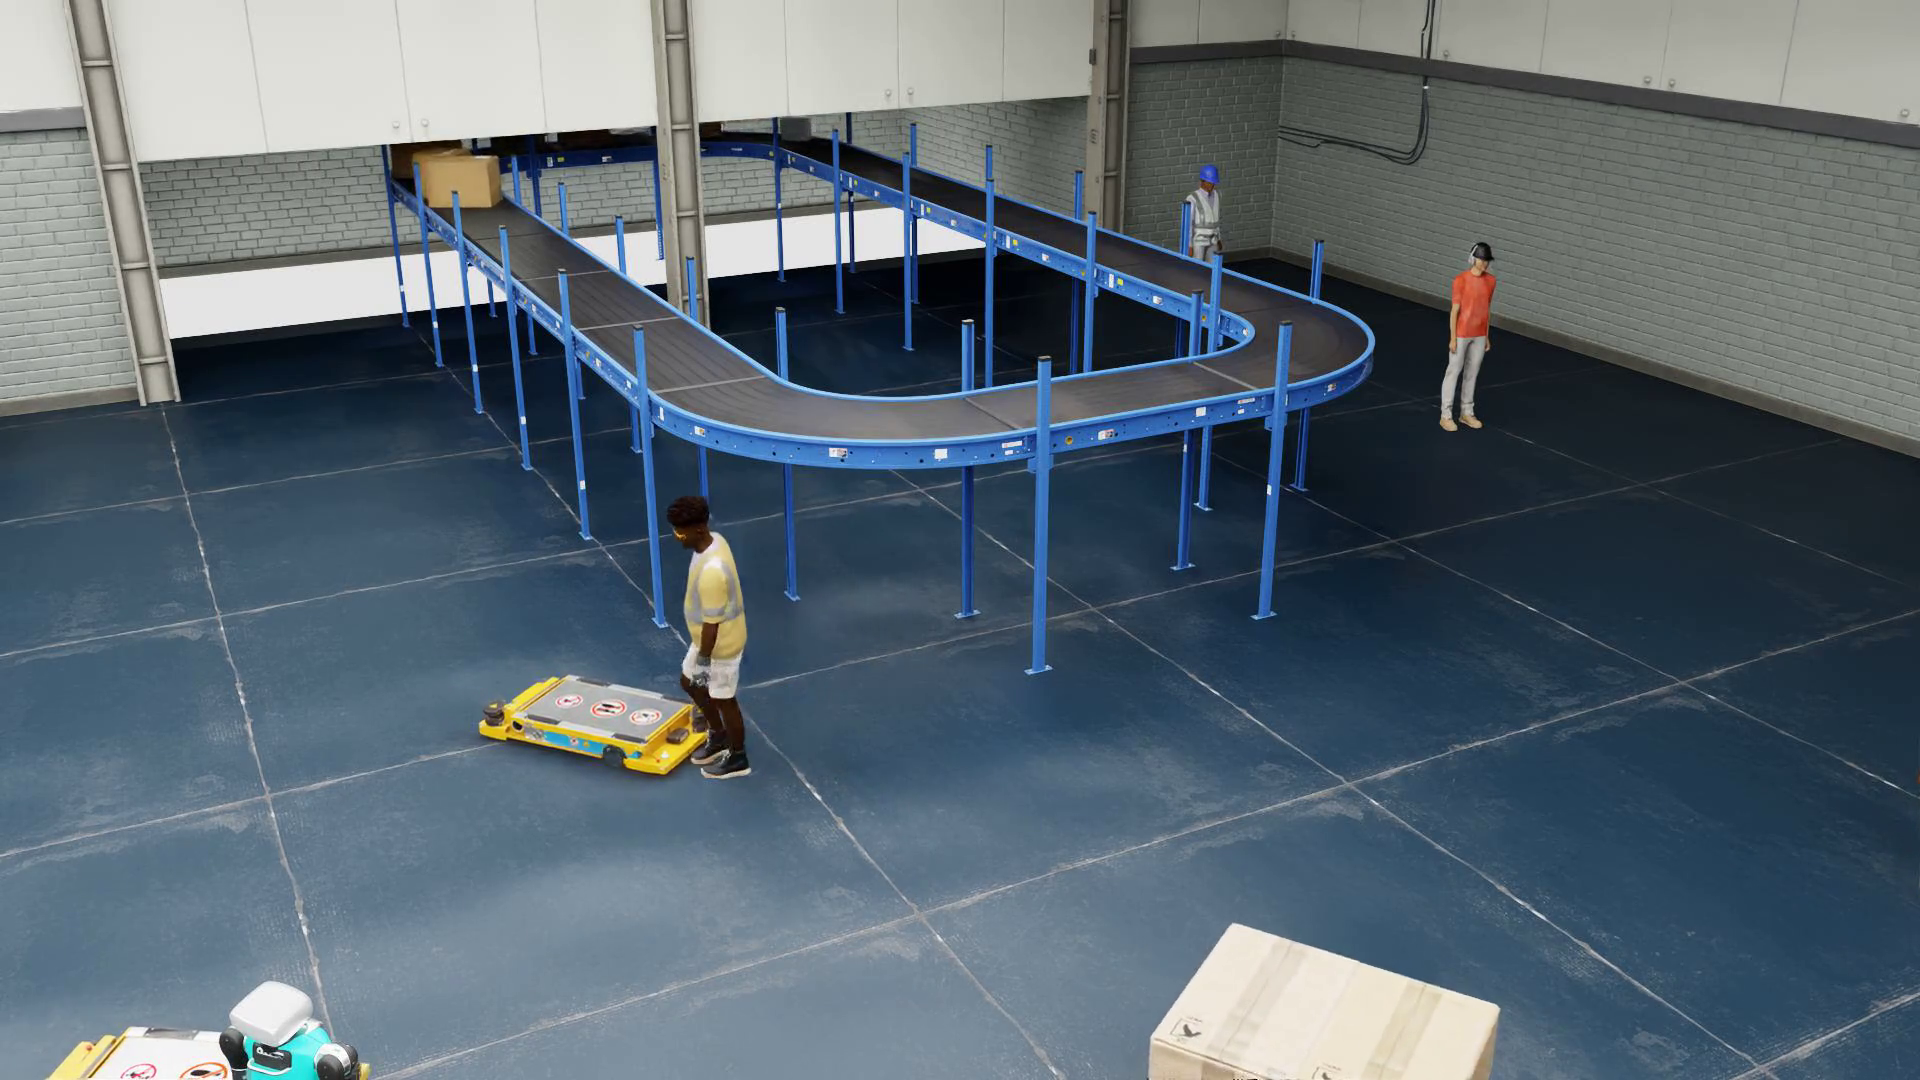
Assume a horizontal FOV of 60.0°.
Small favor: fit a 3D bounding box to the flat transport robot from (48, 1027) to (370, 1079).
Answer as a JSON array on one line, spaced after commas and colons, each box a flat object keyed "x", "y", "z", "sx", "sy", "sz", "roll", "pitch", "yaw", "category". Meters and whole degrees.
[{"x": -3.522, "y": 2.543, "z": 7.588, "sx": 1.431, "sy": 0.231, "sz": 0.659, "roll": 2, "pitch": 22, "yaw": 5, "category": "flat transport robot"}]

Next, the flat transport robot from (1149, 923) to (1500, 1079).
[{"x": 1.573, "y": 2.651, "z": 7.322, "sx": 0.659, "sy": 0.231, "sz": 1.431, "roll": 12, "pitch": 25, "yaw": 27, "category": "flat transport robot"}]

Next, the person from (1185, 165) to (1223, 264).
[{"x": 3.074, "y": -3.764, "z": 20.971, "sx": 0.616, "sy": 1.932, "sz": 0.416, "roll": -17, "pitch": 28, "yaw": -36, "category": "person"}]

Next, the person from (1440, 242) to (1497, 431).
[{"x": 5.148, "y": -2.046, "z": 16.746, "sx": 0.477, "sy": 1.912, "sz": 0.391, "roll": -7, "pitch": 23, "yaw": -18, "category": "person"}]

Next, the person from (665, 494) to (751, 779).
[{"x": -1.550, "y": 0.609, "z": 10.139, "sx": 0.511, "sy": 1.937, "sz": 0.654, "roll": -4, "pitch": 22, "yaw": -11, "category": "person"}]

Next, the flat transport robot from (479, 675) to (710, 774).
[{"x": -2.375, "y": 1.193, "z": 10.926, "sx": 1.431, "sy": 0.231, "sz": 0.659, "roll": 9, "pitch": 24, "yaw": 21, "category": "flat transport robot"}]

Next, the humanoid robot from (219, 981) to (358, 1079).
[{"x": -2.412, "y": 2.411, "z": 5.779, "sx": 0.533, "sy": 1.677, "sz": 0.735, "roll": 8, "pitch": 23, "yaw": 19, "category": "humanoid robot"}]
